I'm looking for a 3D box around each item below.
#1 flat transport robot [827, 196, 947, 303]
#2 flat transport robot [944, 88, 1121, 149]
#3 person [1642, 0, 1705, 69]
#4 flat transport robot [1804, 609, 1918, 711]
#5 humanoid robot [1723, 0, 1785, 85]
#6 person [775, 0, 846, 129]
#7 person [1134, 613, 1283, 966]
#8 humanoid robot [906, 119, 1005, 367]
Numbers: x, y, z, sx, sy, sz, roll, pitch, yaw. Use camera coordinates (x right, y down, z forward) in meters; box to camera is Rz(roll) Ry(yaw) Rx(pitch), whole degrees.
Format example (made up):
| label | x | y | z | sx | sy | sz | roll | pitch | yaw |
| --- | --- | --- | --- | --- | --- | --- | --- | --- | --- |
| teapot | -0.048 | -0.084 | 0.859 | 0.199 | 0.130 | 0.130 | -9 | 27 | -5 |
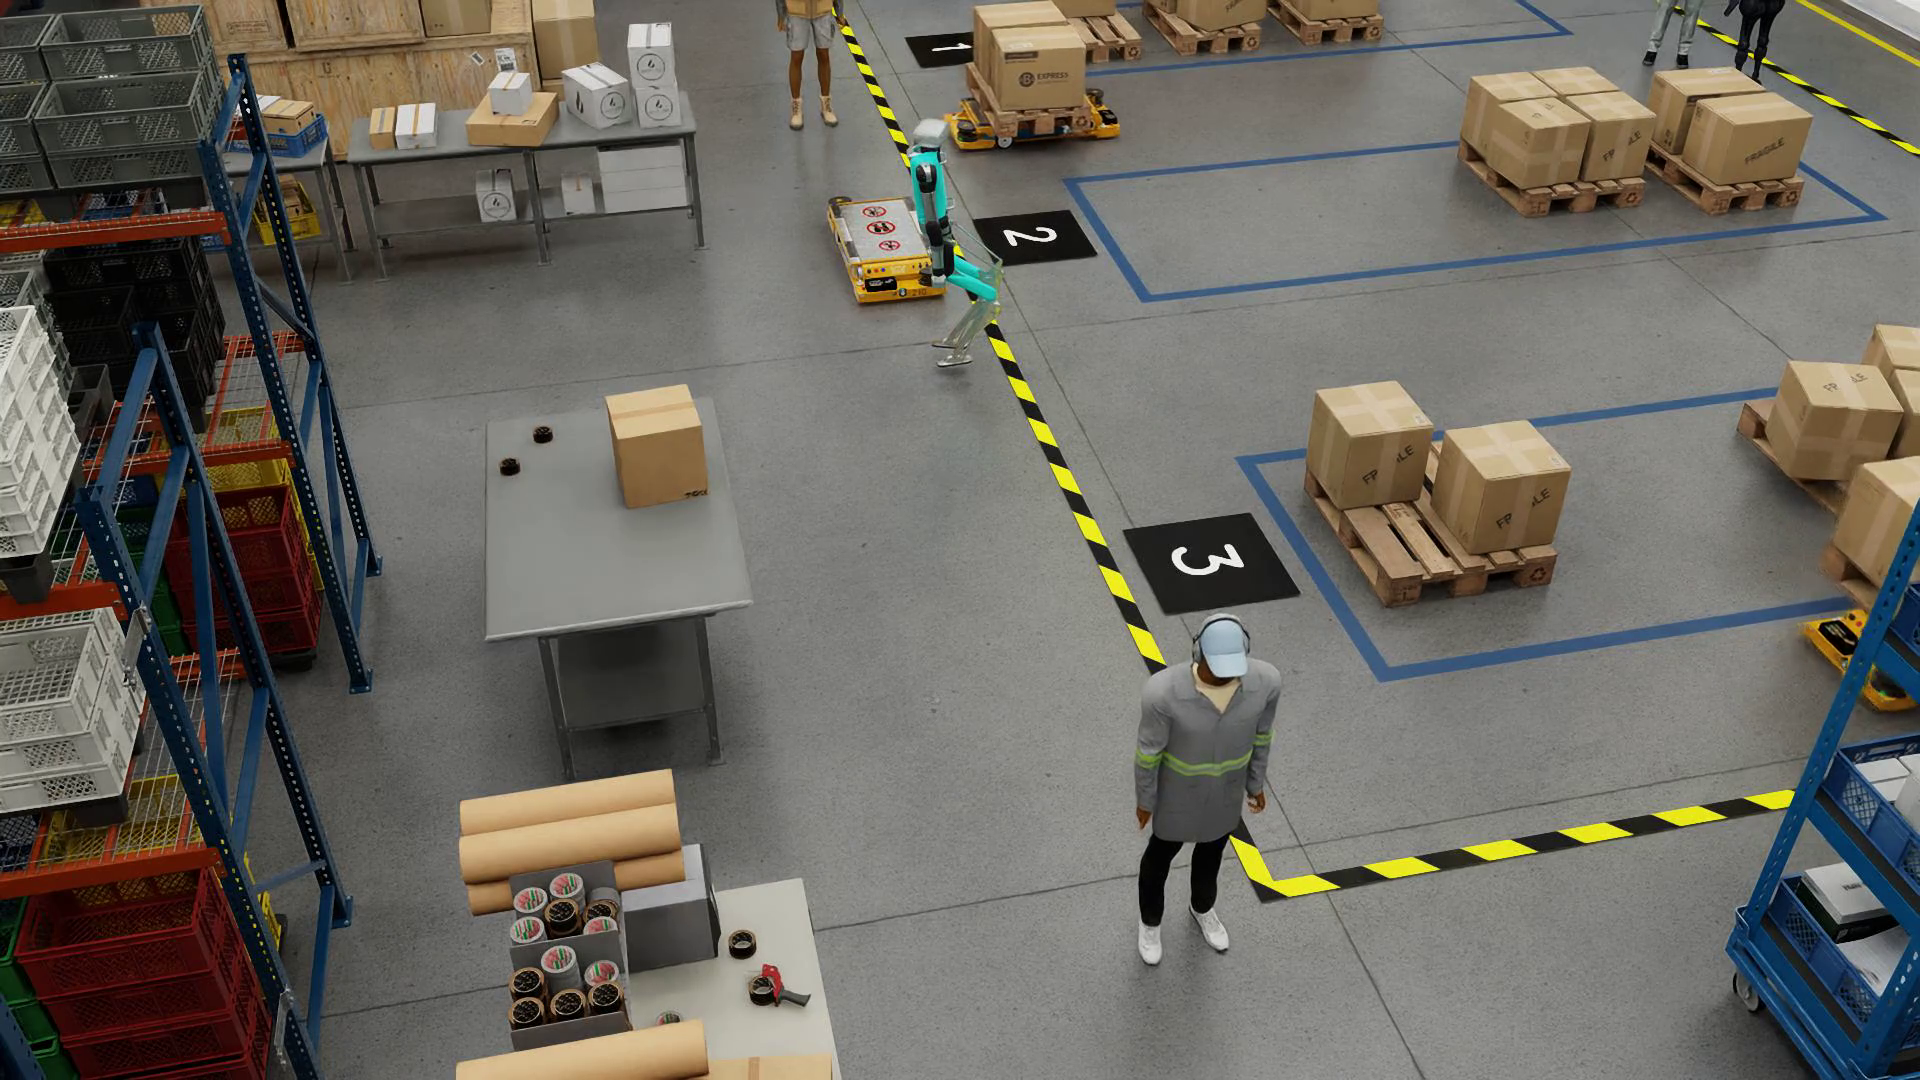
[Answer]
| label | x | y | z | sx | sy | sz | roll | pitch | yaw |
| --- | --- | --- | --- | --- | --- | --- | --- | --- | --- |
| flat transport robot | -0.570 | -2.220 | 12.538 | 0.659 | 0.231 | 1.431 | -8 | 37 | -10 |
| flat transport robot | 0.625 | -3.675 | 14.469 | 1.431 | 0.197 | 0.652 | -8 | 37 | -10 |
| person | 6.745 | -5.280 | 15.339 | 0.599 | 1.830 | 0.404 | 11 | 38 | 14 |
| flat transport robot | 5.334 | 0.524 | 8.827 | 1.431 | 0.197 | 0.652 | -8 | 37 | -10 |
| humanoid robot | 7.205 | -4.902 | 14.952 | 0.599 | 1.655 | 0.315 | -13 | 39 | -17 |
| person | -1.267 | -4.501 | 14.128 | 0.607 | 2.033 | 0.400 | -6 | 37 | -9 |
| person | 1.002 | 1.030 | 6.843 | 0.589 | 1.851 | 0.401 | -7 | 37 | -9 |
| humanoid robot | 0.032 | -1.913 | 10.786 | 0.735 | 1.673 | 0.533 | -2 | 37 | -2 |
